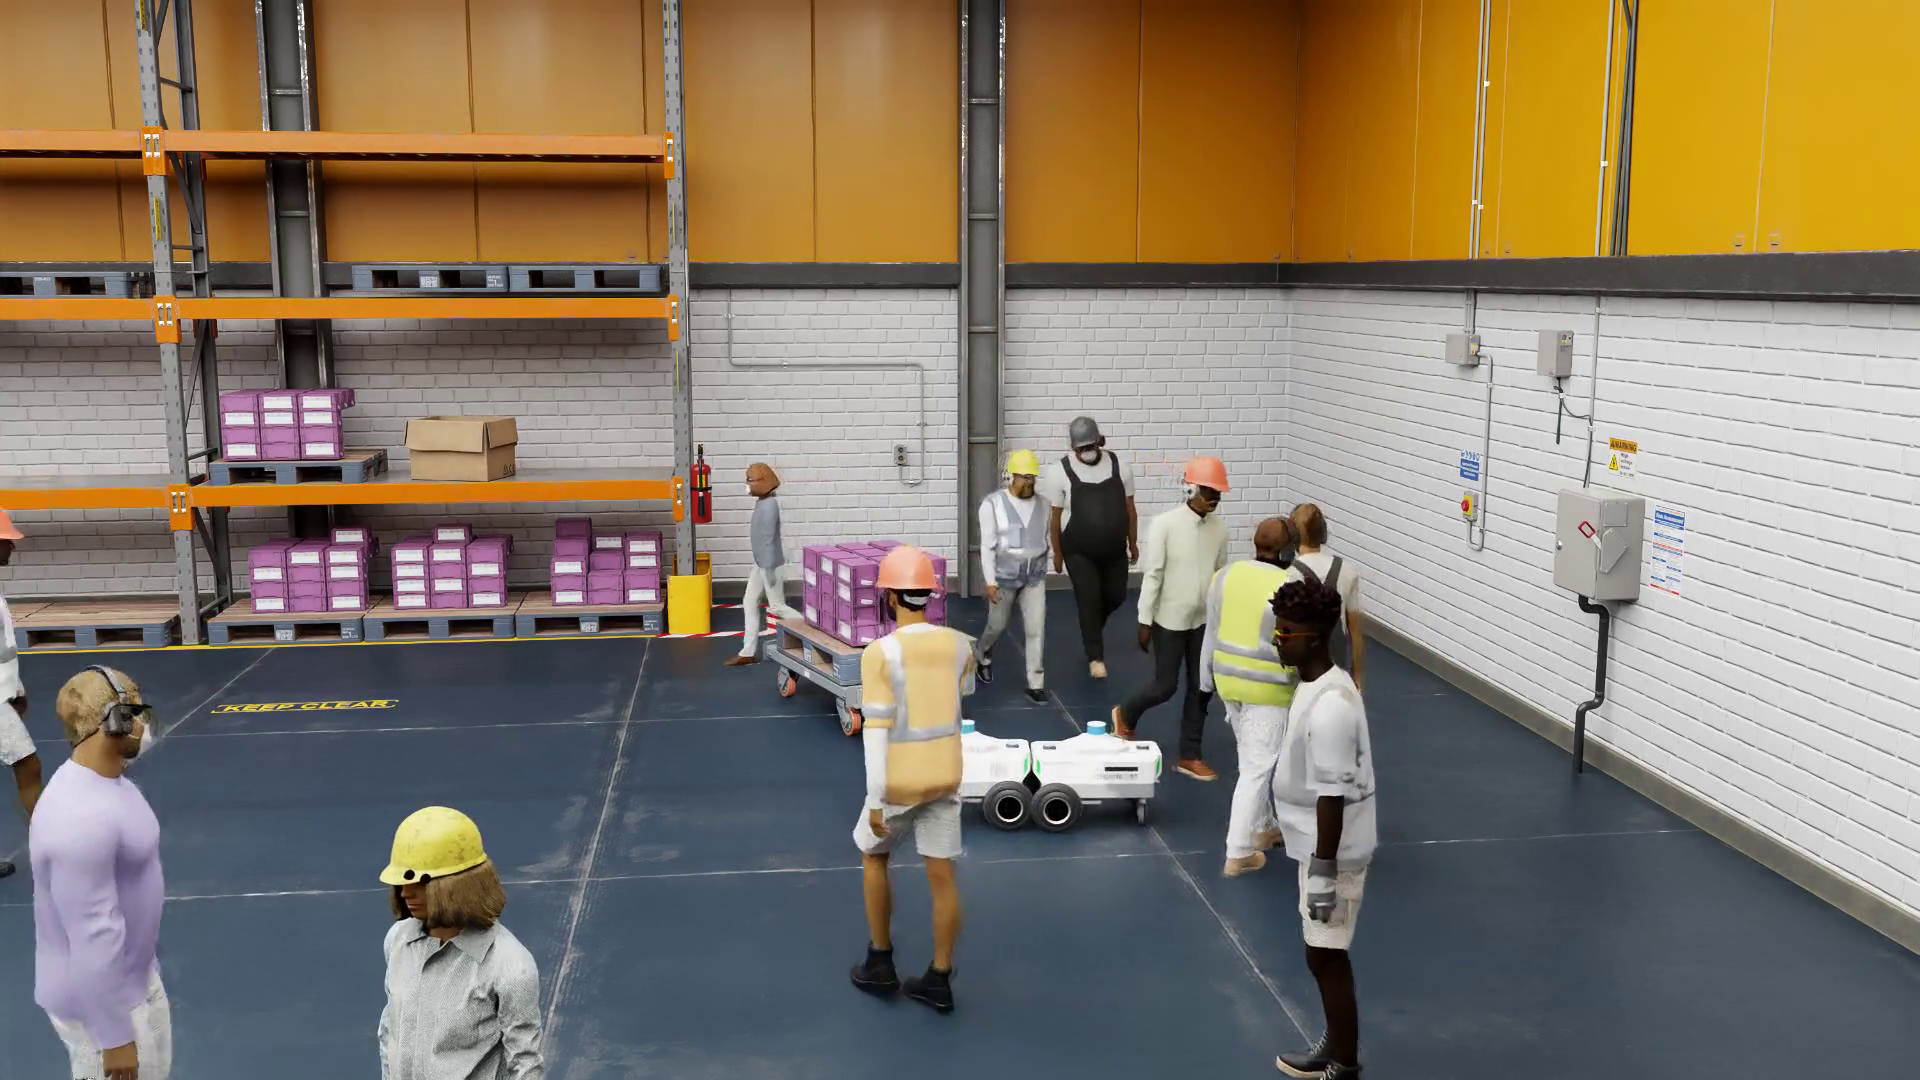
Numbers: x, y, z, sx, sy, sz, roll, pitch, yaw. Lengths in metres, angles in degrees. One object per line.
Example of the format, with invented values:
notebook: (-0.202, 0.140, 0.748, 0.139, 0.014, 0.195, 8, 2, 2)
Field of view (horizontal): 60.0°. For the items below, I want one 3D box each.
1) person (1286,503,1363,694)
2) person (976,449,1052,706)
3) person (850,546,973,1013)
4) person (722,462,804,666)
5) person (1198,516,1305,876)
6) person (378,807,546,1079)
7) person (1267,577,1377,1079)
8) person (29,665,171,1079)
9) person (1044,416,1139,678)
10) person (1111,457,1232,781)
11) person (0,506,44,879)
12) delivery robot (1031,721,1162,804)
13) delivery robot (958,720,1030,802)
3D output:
person: (1.879, 0.714, 8.834, 0.535, 1.822, 0.444, -2, 9, -14)
person: (0.379, 0.232, 11.928, 0.578, 1.808, 0.839, -3, 10, -20)
person: (-0.225, 0.976, 6.919, 0.542, 1.909, 0.672, -6, 11, -32)
person: (-1.419, 0.192, 12.811, 0.770, 1.601, 0.502, -2, 9, -15)
person: (1.606, 0.775, 8.509, 0.793, 1.812, 0.648, -7, 12, -39)
person: (-1.260, 1.506, 4.147, 0.493, 1.743, 0.298, 5, 10, 27)
person: (1.301, 1.103, 6.061, 0.423, 1.948, 0.614, 1, 9, 7)
person: (-2.436, 1.322, 4.768, 0.383, 1.919, 0.672, -3, 10, -19)
person: (0.985, -0.011, 12.690, 0.705, 2.000, 0.769, -2, 9, -15)
person: (1.297, 0.455, 10.032, 0.636, 1.963, 0.718, -6, 11, -31)
person: (-4.688, 0.758, 8.298, 0.875, 1.905, 0.570, -5, 10, -27)
delivery robot: (0.753, 1.245, 9.182, 0.707, 0.478, 0.477, 0, 9, -1)
delivery robot: (0.030, 1.240, 9.213, 0.707, 0.478, 0.477, 0, 9, -1)
